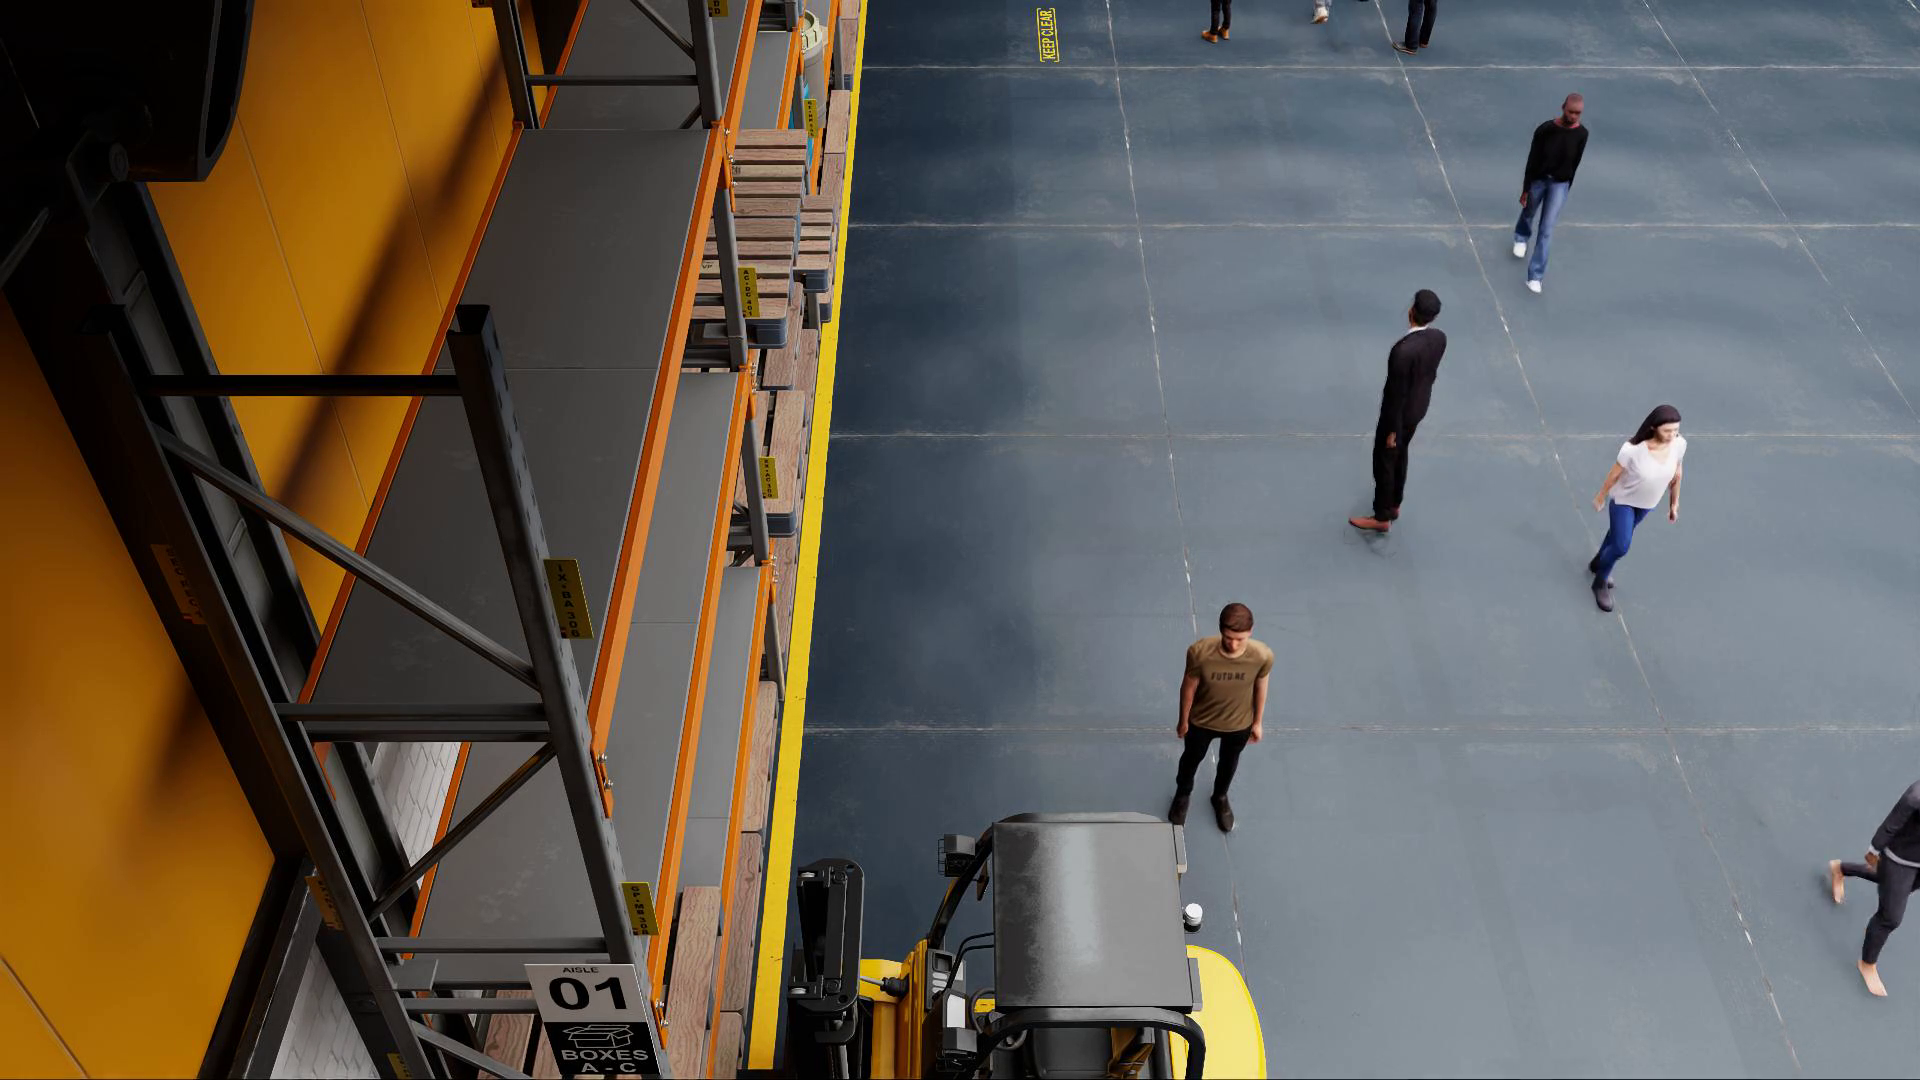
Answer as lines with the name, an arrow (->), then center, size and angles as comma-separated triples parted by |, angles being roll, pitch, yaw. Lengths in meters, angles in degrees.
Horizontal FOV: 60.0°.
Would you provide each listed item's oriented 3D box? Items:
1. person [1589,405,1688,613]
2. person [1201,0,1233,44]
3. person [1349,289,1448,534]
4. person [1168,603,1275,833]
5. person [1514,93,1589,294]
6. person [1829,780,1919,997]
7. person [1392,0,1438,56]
person -> 4.549, -0.321, 11.370 | 0.729, 1.667, 0.798 | -13, 45, -14
person -> 2.760, -5.846, 17.493 | 0.575, 1.221, 0.599 | -21, 48, -21
person -> 3.170, -0.868, 11.817 | 0.990, 1.842, 0.942 | 25, 49, 24
person -> 1.539, 1.036, 9.812 | 0.667, 1.851, 0.553 | 2, 44, 2
person -> 4.993, -3.068, 14.230 | 0.778, 1.700, 1.212 | 9, 44, 9
person -> 5.241, 1.676, 9.220 | 0.731, 1.741, 1.109 | -7, 44, -7
person -> 4.842, -5.922, 17.144 | 0.742, 1.812, 0.780 | -29, 51, -27
